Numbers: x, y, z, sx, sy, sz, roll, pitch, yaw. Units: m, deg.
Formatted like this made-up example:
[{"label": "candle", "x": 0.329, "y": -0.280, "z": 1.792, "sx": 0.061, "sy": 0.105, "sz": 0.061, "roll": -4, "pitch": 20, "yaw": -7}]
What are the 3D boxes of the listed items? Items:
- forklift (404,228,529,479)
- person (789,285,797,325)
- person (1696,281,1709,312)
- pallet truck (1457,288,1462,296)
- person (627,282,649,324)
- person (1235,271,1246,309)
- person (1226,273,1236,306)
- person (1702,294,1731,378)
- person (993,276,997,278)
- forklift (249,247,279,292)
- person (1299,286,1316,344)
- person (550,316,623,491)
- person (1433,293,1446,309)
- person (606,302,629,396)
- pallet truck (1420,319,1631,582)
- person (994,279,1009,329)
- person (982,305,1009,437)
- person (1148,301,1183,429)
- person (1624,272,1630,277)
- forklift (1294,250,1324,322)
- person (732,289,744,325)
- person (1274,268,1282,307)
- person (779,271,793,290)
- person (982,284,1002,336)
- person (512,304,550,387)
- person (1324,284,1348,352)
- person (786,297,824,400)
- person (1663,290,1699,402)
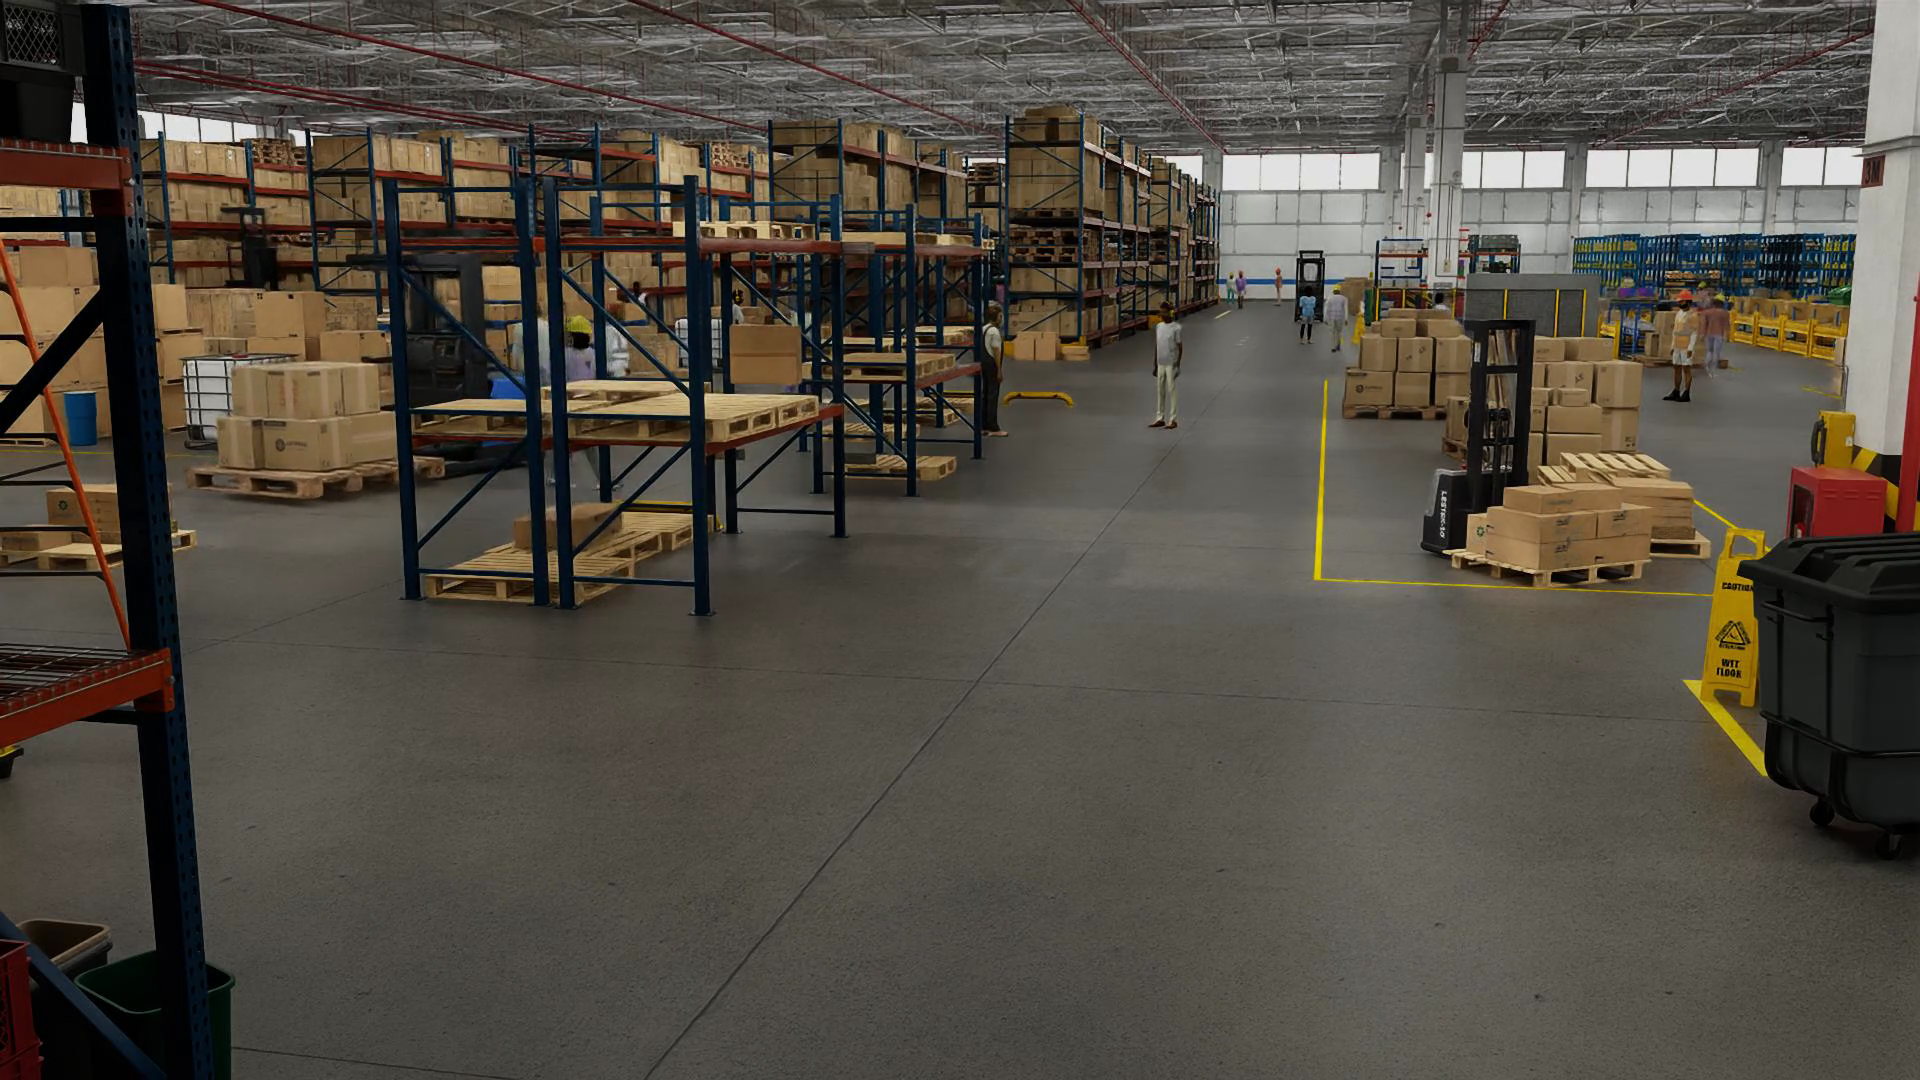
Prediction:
[{"label": "forklift", "x": -5.922, "y": -2.219, "z": 19.345, "sx": 1.129, "sy": 2.768, "sz": 1.873, "roll": 4, "pitch": 11, "yaw": 25}, {"label": "person", "x": -5.331, "y": -7.368, "z": 53.517, "sx": 0.286, "sy": 1.633, "sz": 0.501, "roll": -8, "pitch": 13, "yaw": -41}, {"label": "person", "x": 25.168, "y": -7.879, "z": 56.274, "sx": 0.815, "sy": 1.737, "sz": 0.534, "roll": -4, "pitch": 10, "yaw": -20}, {"label": "pallet truck", "x": 20.506, "y": -9.785, "z": 68.819, "sx": 0.653, "sy": 1.274, "sz": 1.630, "roll": 2, "pitch": 10, "yaw": 12}, {"label": "person", "x": -8.713, "y": -6.051, "z": 44.998, "sx": 0.598, "sy": 1.878, "sz": 0.988, "roll": 3, "pitch": 10, "yaw": 20}, {"label": "person", "x": 14.014, "y": -12.488, "z": 83.050, "sx": 0.553, "sy": 1.908, "sz": 0.873, "roll": 2, "pitch": 10, "yaw": 12}, {"label": "person", "x": 14.417, "y": -13.329, "z": 88.429, "sx": 0.523, "sy": 1.769, "sz": 0.315, "roll": 3, "pitch": 10, "yaw": 15}, {"label": "person", "x": 15.887, "y": -4.277, "z": 34.891, "sx": 0.671, "sy": 1.740, "sz": 0.548, "roll": -9, "pitch": 13, "yaw": -43}, {"label": "person", "x": 1.599, "y": -11.495, "z": 77.057, "sx": 0.352, "sy": 1.937, "sz": 0.635, "roll": -6, "pitch": 11, "yaw": -30}, {"label": "forklift", "x": -20.919, "y": -7.427, "z": 50.185, "sx": 1.873, "sy": 2.768, "sz": 1.129, "roll": 2, "pitch": 10, "yaw": 12}, {"label": "person", "x": 10.153, "y": -6.564, "z": 48.563, "sx": 0.541, "sy": 1.698, "sz": 0.315, "roll": -3, "pitch": 10, "yaw": -18}, {"label": "person", "x": -4.062, "y": -1.456, "z": 17.808, "sx": 0.988, "sy": 1.878, "sz": 0.601, "roll": 4, "pitch": 10, "yaw": 20}, {"label": "person", "x": 11.816, "y": -5.260, "z": 40.969, "sx": 0.538, "sy": 1.655, "sz": 0.883, "roll": -9, "pitch": 13, "yaw": -42}, {"label": "person", "x": -5.115, "y": -2.592, "z": 24.625, "sx": 0.889, "sy": 1.849, "sz": 0.590, "roll": 1, "pitch": 10, "yaw": 6}, {"label": "pallet truck", "x": 4.543, "y": -0.757, "z": 13.299, "sx": 0.823, "sy": 1.965, "sz": 1.885, "roll": -4, "pitch": 10, "yaw": -22}, {"label": "person", "x": 1.395, "y": -8.362, "z": 58.956, "sx": 0.632, "sy": 1.795, "sz": 0.950, "roll": -5, "pitch": 11, "yaw": -27}, {"label": "person", "x": 0.449, "y": -2.354, "z": 23.217, "sx": 0.345, "sy": 1.842, "sz": 0.504, "roll": -5, "pitch": 11, "yaw": -26}, {"label": "person", "x": 3.014, "y": -2.557, "z": 24.335, "sx": 0.328, "sy": 1.873, "sz": 0.512, "roll": -9, "pitch": 13, "yaw": -42}, {"label": "person", "x": 36.031, "y": -13.640, "z": 90.161, "sx": 0.743, "sy": 1.805, "sz": 0.411, "roll": 7, "pitch": 12, "yaw": 37}, {"label": "forklift", "x": 13.778, "y": -10.002, "z": 65.433, "sx": 1.129, "sy": 2.768, "sz": 1.873, "roll": 2, "pitch": 10, "yaw": 12}, {"label": "person", "x": -4.440, "y": -4.061, "z": 33.250, "sx": 0.328, "sy": 1.868, "sz": 0.519, "roll": -3, "pitch": 10, "yaw": -17}, {"label": "person", "x": 16.680, "y": -13.224, "z": 87.126, "sx": 0.382, "sy": 1.995, "sz": 0.613, "roll": 1, "pitch": 10, "yaw": 6}, {"label": "person", "x": -6.572, "y": -9.200, "z": 63.176, "sx": 0.623, "sy": 2.041, "sz": 0.388, "roll": -8, "pitch": 12, "yaw": -39}, {"label": "person", "x": 0.638, "y": -4.380, "z": 34.864, "sx": 0.630, "sy": 1.955, "sz": 0.426, "roll": 9, "pitch": 13, "yaw": 43}, {"label": "person", "x": -6.062, "y": -2.453, "z": 23.741, "sx": 0.616, "sy": 1.871, "sz": 1.022, "roll": -7, "pitch": 12, "yaw": -35}, {"label": "person", "x": 10.045, "y": -5.930, "z": 44.515, "sx": 0.621, "sy": 1.792, "sz": 0.873, "roll": 1, "pitch": 10, "yaw": 7}, {"label": "person", "x": -2.651, "y": -3.254, "z": 28.499, "sx": 0.911, "sy": 1.868, "sz": 0.665, "roll": -9, "pitch": 13, "yaw": -44}, {"label": "person", "x": 12.581, "y": -3.373, "z": 28.965, "sx": 0.354, "sy": 1.939, "sz": 0.544, "roll": -3, "pitch": 10, "yaw": -15}]
